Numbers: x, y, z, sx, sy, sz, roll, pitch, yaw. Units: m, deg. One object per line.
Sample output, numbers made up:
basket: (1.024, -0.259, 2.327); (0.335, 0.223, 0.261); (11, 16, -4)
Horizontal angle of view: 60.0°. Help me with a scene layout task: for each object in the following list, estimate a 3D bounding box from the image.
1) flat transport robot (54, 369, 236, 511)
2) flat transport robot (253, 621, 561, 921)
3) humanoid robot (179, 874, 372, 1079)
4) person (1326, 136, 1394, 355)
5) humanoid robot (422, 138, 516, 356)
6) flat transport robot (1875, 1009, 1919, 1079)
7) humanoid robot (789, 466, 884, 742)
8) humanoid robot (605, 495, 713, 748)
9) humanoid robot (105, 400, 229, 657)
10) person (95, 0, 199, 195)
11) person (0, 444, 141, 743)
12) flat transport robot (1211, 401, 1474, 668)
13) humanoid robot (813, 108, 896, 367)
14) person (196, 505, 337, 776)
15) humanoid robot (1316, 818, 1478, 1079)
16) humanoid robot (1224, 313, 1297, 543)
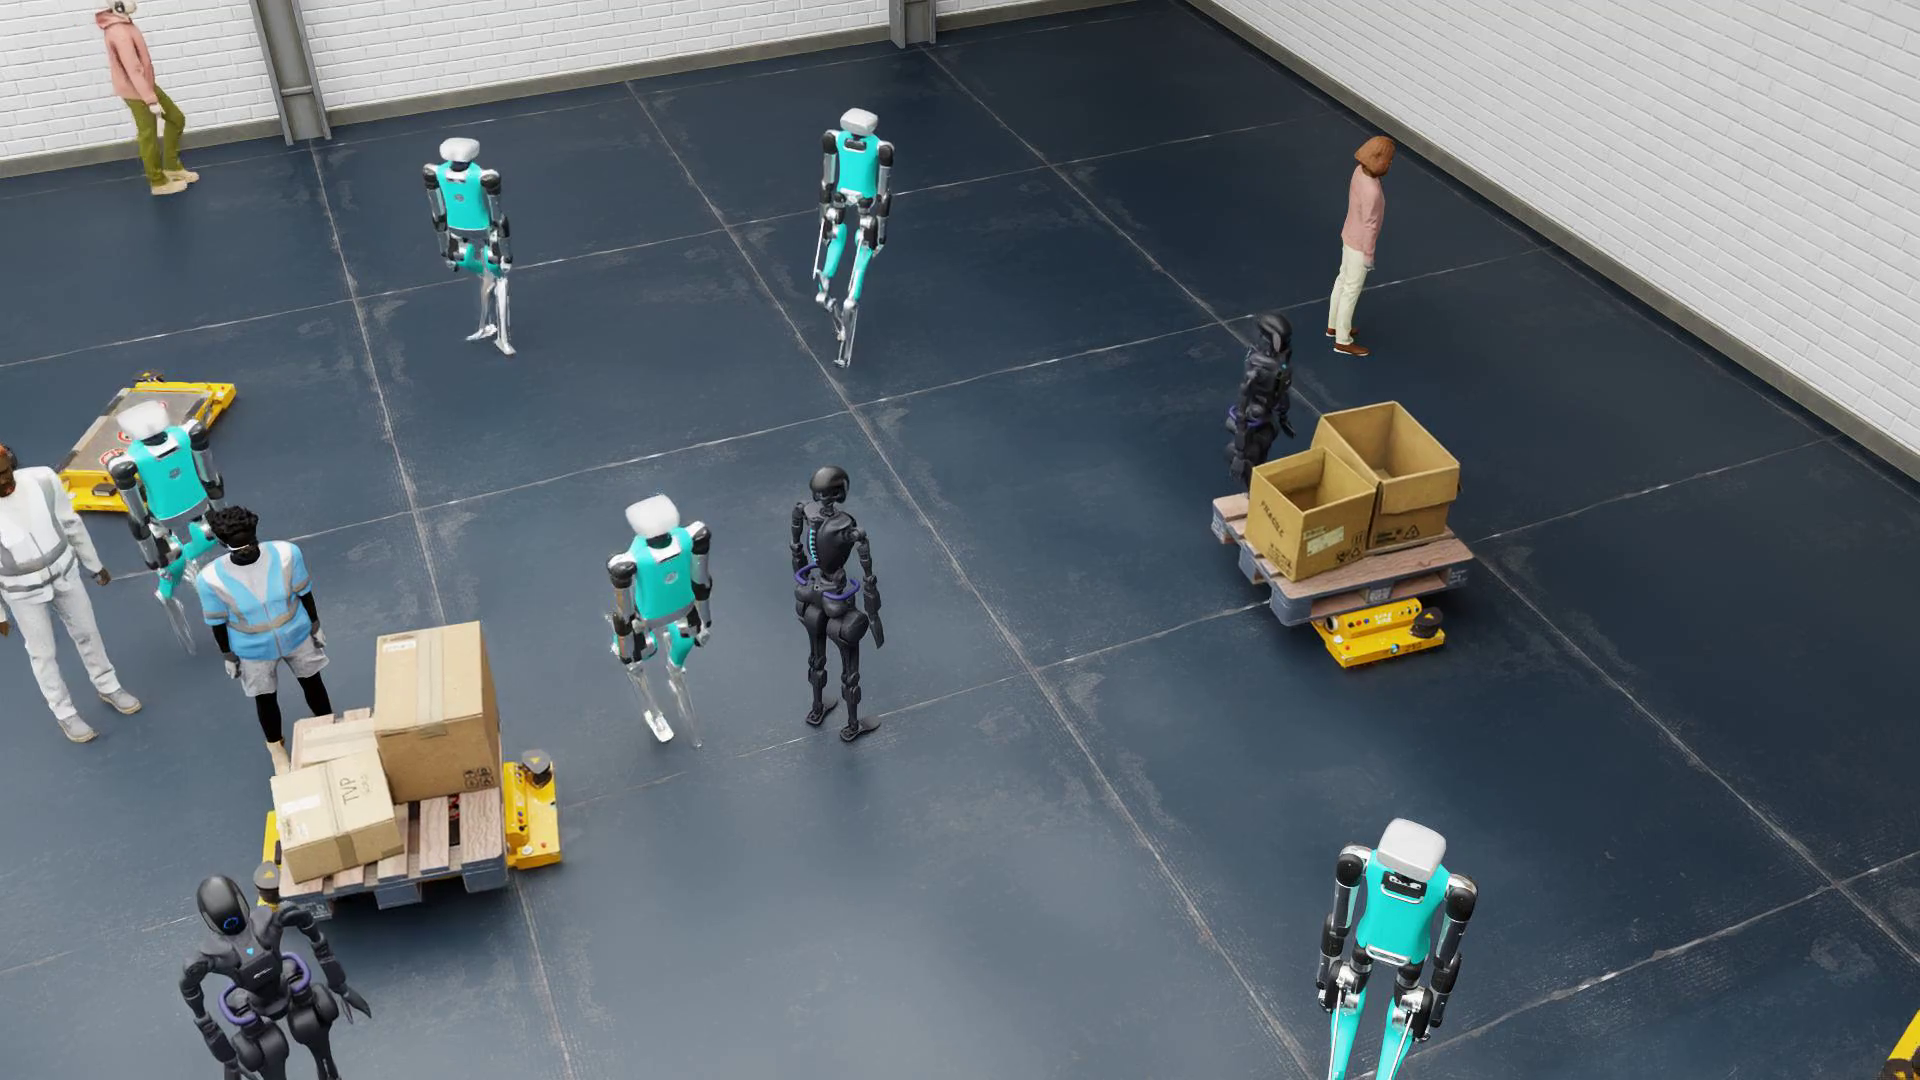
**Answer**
flat transport robot: (-5.469, -0.677, 11.155); (0.659, 0.231, 1.431); (2, 38, 2)
flat transport robot: (-2.765, 1.460, 8.374); (1.431, 0.231, 0.659); (-9, 38, -11)
humanoid robot: (-2.663, 1.925, 6.613); (0.599, 1.653, 0.409); (-29, 46, -32)
person: (2.870, -2.118, 11.908); (0.282, 1.633, 0.498); (0, 38, -1)
humanoid robot: (-3.383, -2.123, 11.832); (0.624, 1.777, 0.835); (3, 38, 4)
flat transport robot: (4.652, 2.545, 6.961); (1.431, 0.231, 0.659); (31, 47, 34)
humanoid robot: (-0.666, 0.317, 8.696); (0.599, 1.655, 0.315); (26, 44, 29)
humanoid robot: (-1.581, 0.423, 8.533); (0.541, 1.802, 0.764); (-22, 43, -26)
humanoid robot: (-4.335, -0.011, 9.169); (0.718, 1.887, 0.556); (26, 44, 30)
person: (-6.761, -3.760, 13.894); (0.552, 1.817, 0.566); (-12, 39, -16)
person: (-4.769, 0.235, 8.654); (0.350, 1.879, 0.612); (23, 43, 27)
flat transport robot: (2.266, 0.193, 10.022); (0.659, 0.231, 1.431); (-12, 39, -15)
humanoid robot: (-0.812, -2.055, 11.840); (0.575, 1.897, 0.778); (11, 39, 14)
person: (-3.487, 0.515, 8.436); (0.533, 1.691, 0.317); (-23, 43, -27)
humanoid robot: (1.602, 1.890, 6.499); (0.533, 1.677, 0.735); (15, 40, 19)
humanoid robot: (1.799, -0.646, 9.957); (0.451, 1.648, 0.601); (25, 44, 29)
